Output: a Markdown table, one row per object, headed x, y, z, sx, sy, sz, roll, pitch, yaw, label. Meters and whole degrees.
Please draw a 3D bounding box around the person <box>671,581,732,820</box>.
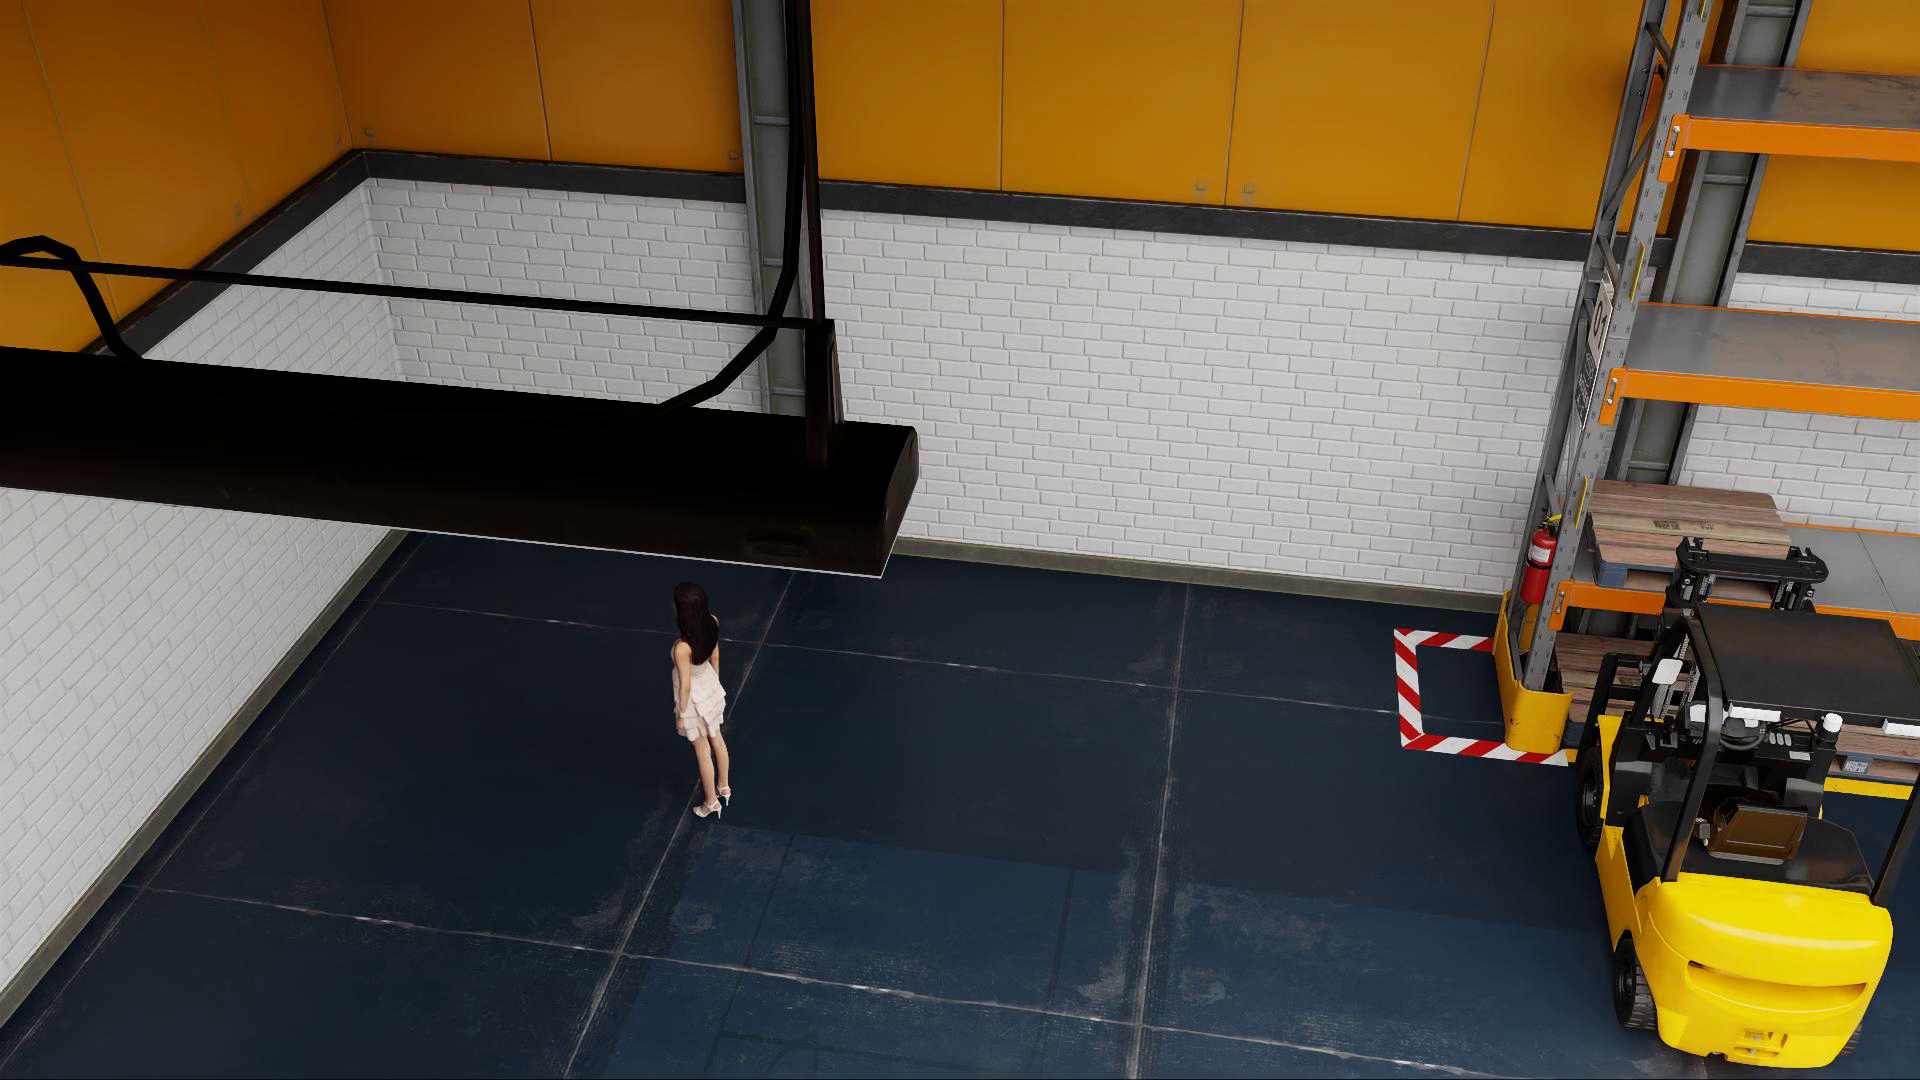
| x | y | z | sx | sy | sz | roll | pitch | yaw | label |
| --- | --- | --- | --- | --- | --- | --- | --- | --- | --- |
| -1.571 | 0.986 | 10.122 | 0.603 | 1.736 | 0.621 | 15 | 36 | 21 | person |
